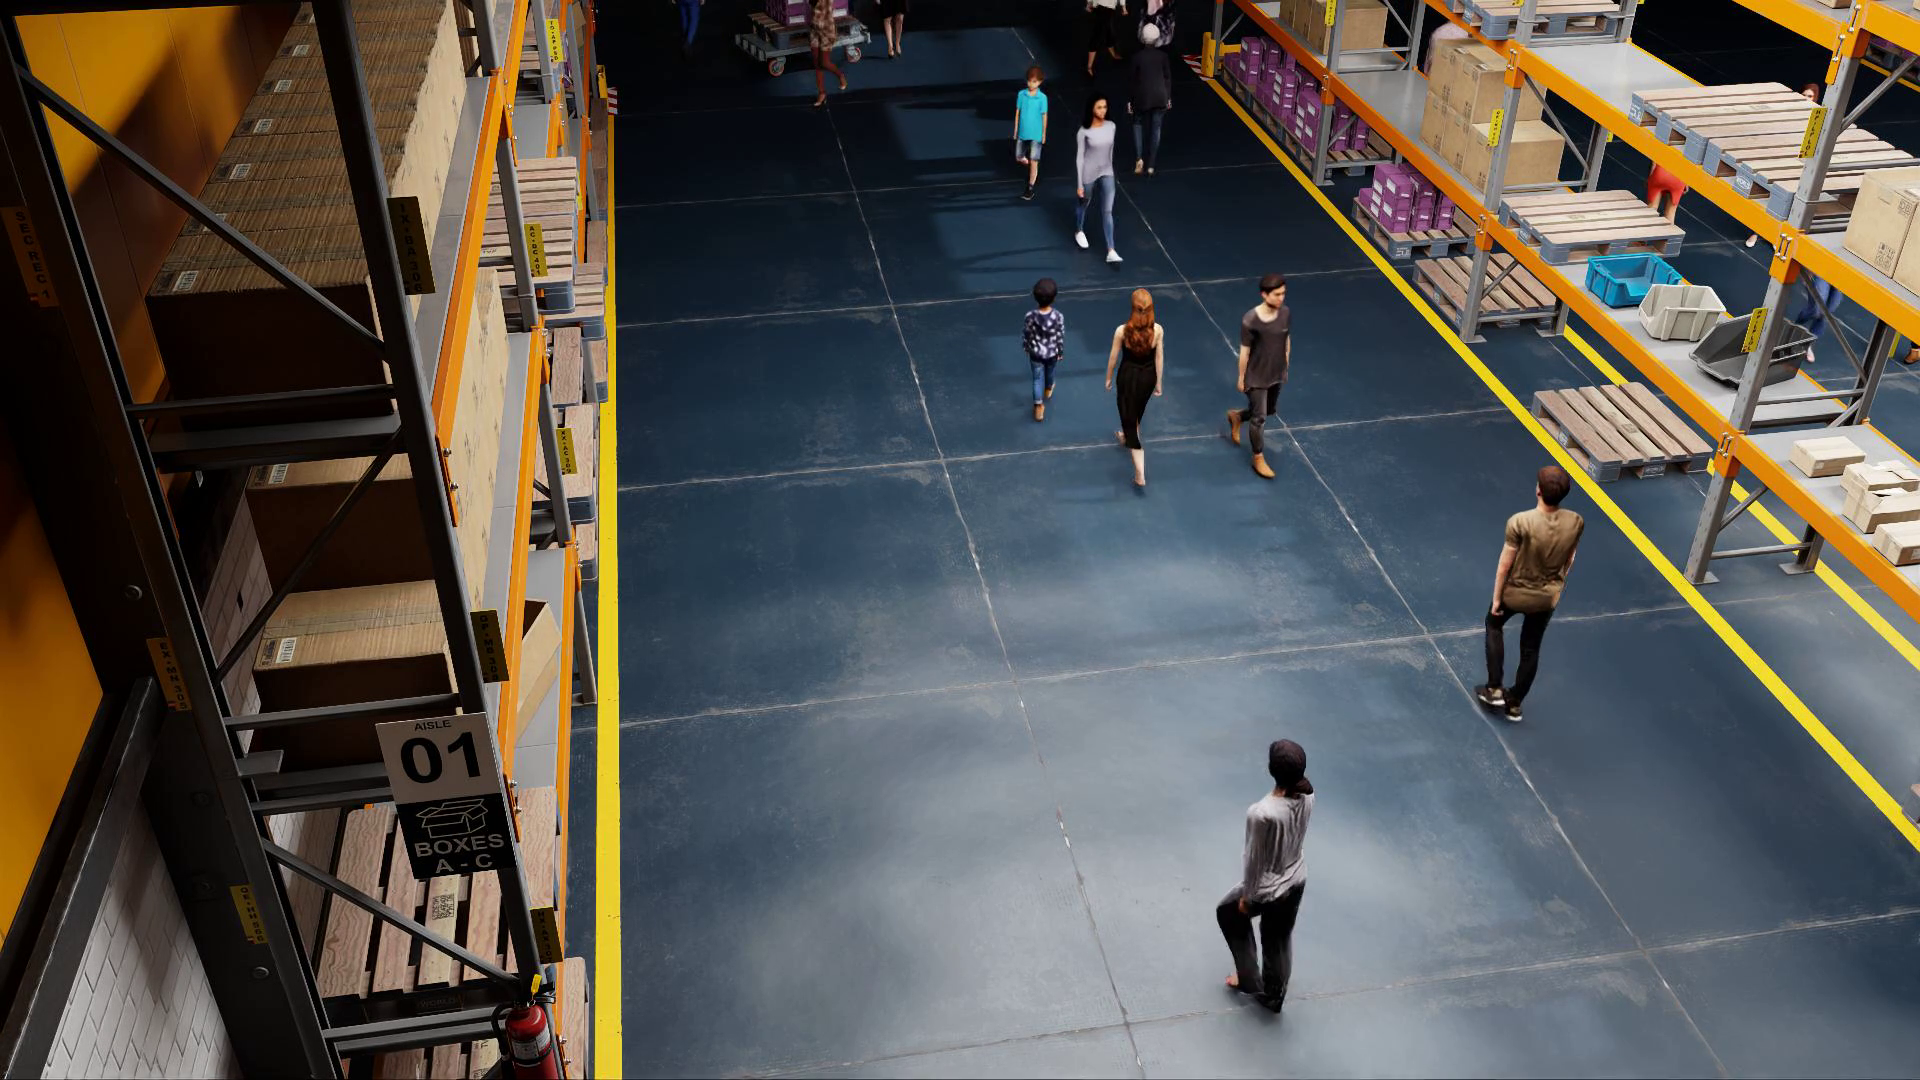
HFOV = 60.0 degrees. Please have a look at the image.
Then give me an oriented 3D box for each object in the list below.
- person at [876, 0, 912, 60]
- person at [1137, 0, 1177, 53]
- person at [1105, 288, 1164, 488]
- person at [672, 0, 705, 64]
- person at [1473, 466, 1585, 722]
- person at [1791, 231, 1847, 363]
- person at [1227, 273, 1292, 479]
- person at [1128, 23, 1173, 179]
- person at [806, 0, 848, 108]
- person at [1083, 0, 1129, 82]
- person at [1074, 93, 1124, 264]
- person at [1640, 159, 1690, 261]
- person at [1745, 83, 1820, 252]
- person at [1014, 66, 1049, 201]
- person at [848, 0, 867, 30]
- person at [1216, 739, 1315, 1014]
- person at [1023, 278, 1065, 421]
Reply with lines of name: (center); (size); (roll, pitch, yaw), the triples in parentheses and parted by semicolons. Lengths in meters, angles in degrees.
person: (-0.957, -7.360, 22.356); (0.607, 1.733, 0.657); (-6, 34, -8)
person: (2.491, -6.459, 21.097); (0.709, 1.627, 0.747); (3, 34, 4)
person: (1.414, -1.175, 13.193); (0.566, 1.576, 1.122); (-5, 34, -8)
person: (-3.644, -7.167, 22.134); (0.870, 1.659, 1.112); (5, 34, 8)
person: (3.658, 0.396, 10.595); (0.701, 1.837, 0.690); (0, 34, 0)
person: (7.849, -2.408, 15.026); (0.657, 1.602, 0.712); (3, 34, 4)
person: (2.405, -1.387, 13.404); (0.835, 1.696, 1.065); (-17, 37, -24)
person: (2.165, -4.875, 18.609); (0.814, 1.771, 0.714); (3, 34, 5)
person: (-1.661, -6.306, 20.729); (0.858, 1.779, 0.891); (27, 42, 34)
person: (1.799, -6.836, 21.490); (1.084, 1.821, 1.132); (-27, 42, -35)
person: (1.315, -3.697, 16.892); (0.791, 1.682, 1.208); (-13, 36, -18)
person: (7.149, -3.651, 16.785); (0.664, 1.723, 0.666); (9, 35, 13)
person: (8.492, -3.833, 17.054); (0.650, 1.728, 0.675); (14, 36, 21)
person: (0.796, -4.525, 18.356); (0.774, 1.442, 0.872); (15, 36, 21)
person: (-1.545, -8.087, 23.478); (0.848, 1.703, 0.782); (20, 38, 27)
person: (1.673, 1.805, 8.547); (0.742, 1.757, 0.780); (-21, 39, -28)
person: (0.704, -1.605, 14.162); (0.647, 1.220, 0.876); (3, 34, 5)
